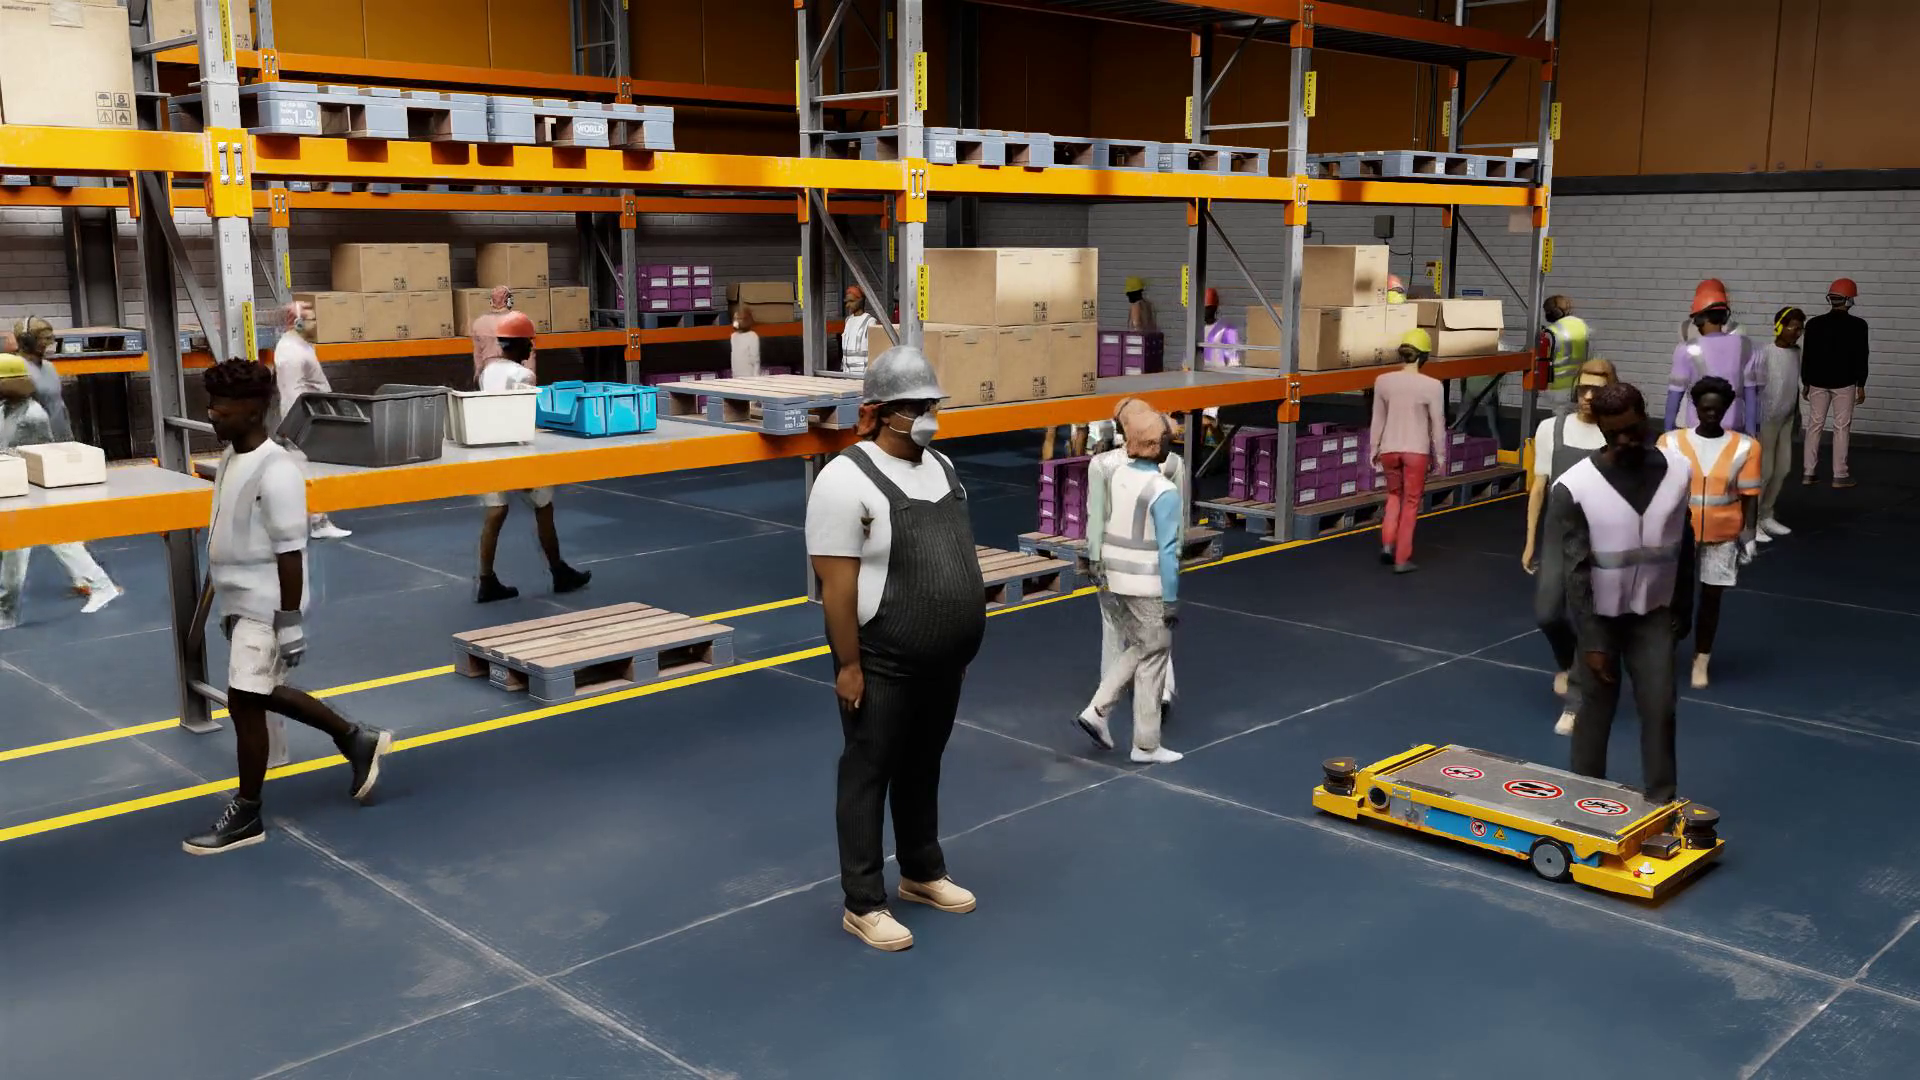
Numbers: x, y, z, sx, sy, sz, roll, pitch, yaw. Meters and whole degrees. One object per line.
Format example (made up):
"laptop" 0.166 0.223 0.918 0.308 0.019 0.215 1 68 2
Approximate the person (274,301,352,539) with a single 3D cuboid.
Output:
"person" -5.202 -0.933 13.125 0.573 1.894 0.661 -5 11 -24

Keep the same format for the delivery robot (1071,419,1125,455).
"delivery robot" 1.497 -1.155 17.739 0.477 0.478 0.707 8 13 37

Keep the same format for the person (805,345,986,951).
"person" -0.165 0.354 5.713 0.537 2.000 0.683 7 13 35

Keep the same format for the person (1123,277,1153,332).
"person" 2.430 -2.579 22.217 1.041 1.861 0.605 6 12 29

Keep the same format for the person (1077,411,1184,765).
"person" 0.820 0.227 7.530 0.398 1.623 0.541 -5 11 -23

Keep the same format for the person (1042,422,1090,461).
"person" 0.990 -1.372 15.479 0.566 1.907 0.650 9 14 41

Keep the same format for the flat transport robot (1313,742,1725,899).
"flat transport robot" 2.201 1.069 6.644 0.652 0.197 1.431 -10 14 -44

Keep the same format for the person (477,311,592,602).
"person" -2.876 -0.559 11.071 0.573 1.897 0.901 8 13 38

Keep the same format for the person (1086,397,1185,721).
"person" 0.893 0.084 8.369 0.521 1.606 0.821 -1 10 -8

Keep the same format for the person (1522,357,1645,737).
"person" 3.046 0.012 8.143 0.525 1.833 0.612 6 12 31

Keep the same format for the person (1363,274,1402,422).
"person" 4.749 -1.943 18.417 0.653 1.981 0.414 -2 11 -9

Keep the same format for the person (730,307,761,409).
"person" -2.363 -1.810 18.687 0.640 1.615 0.503 -9 14 -41

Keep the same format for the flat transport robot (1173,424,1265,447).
"flat transport robot" 2.933 -1.176 18.884 0.652 0.197 1.431 -10 15 -44

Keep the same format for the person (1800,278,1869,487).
"person" 8.398 -1.506 15.980 0.379 1.996 0.611 -8 13 -39

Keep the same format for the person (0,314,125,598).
"person" -6.159 -0.539 11.004 0.974 1.906 0.635 -2 11 -13

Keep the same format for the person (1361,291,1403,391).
"person" 4.568 -1.739 17.768 0.688 1.810 0.600 -8 13 -37

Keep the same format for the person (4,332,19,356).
"person" -7.561 -0.874 13.511 0.536 1.626 0.370 4 11 19

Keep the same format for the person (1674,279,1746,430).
"person" 6.459 -1.255 14.536 0.637 2.018 0.824 10 14 44

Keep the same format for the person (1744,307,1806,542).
"person" 6.437 -0.921 13.199 0.678 1.846 0.511 -5 12 -26

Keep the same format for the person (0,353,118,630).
"person" -5.740 -0.324 10.353 0.488 1.696 0.908 8 13 38

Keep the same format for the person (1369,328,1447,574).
"person" 3.198 -0.627 11.854 0.544 1.749 0.396 9 14 39

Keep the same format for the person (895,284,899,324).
"person" -0.552 -2.183 20.097 0.476 1.848 0.540 -10 14 -43

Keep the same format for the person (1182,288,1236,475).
"person" 2.413 -1.540 16.451 1.013 1.881 0.568 -9 14 -41

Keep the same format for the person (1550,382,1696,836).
"person" 2.587 0.320 6.406 0.676 1.860 0.776 -1 10 -4

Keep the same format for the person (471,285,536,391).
"person" -4.538 -1.592 16.682 0.643 1.912 0.410 2 11 10

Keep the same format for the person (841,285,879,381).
"person" -1.073 -1.740 17.558 0.355 1.885 0.575 -7 13 -35

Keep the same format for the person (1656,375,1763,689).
"person" 3.885 -0.018 8.705 0.548 1.675 0.572 4 11 22

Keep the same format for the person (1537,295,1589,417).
"person" 6.124 -1.593 16.985 0.662 1.804 0.486 -9 13 -39

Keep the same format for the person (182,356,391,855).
"person" -2.722 0.233 6.625 0.815 1.945 0.616 -8 13 -37

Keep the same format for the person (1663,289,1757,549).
"person" 5.573 -0.867 12.484 0.629 1.994 0.960 -1 10 -4

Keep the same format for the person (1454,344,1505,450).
"person" 5.311 -1.483 16.984 0.650 1.586 0.545 -8 13 -38

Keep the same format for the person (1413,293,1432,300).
"person" 4.766 -1.630 17.182 0.657 1.806 0.689 9 14 42
